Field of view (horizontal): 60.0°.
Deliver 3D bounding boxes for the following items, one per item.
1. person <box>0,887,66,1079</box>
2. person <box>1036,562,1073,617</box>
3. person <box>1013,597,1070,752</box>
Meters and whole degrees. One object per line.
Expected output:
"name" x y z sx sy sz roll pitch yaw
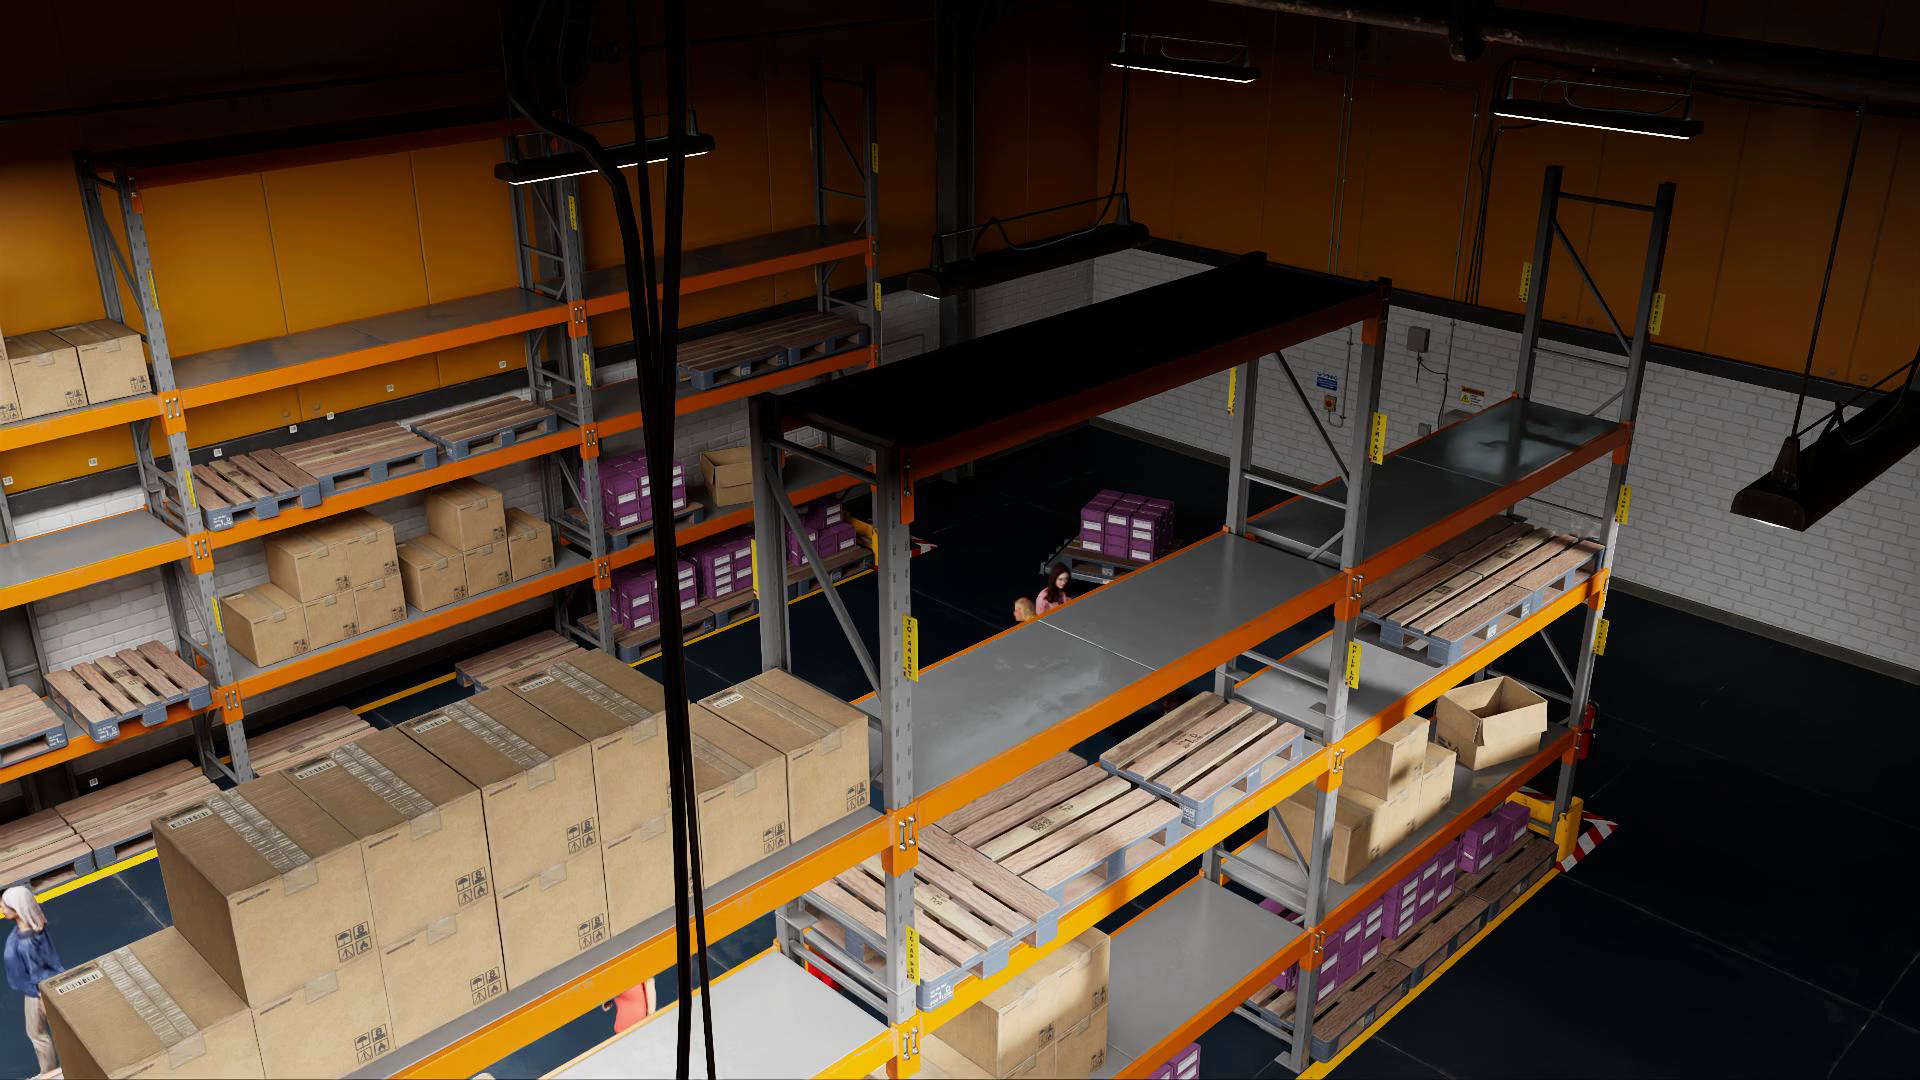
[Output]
"person" -6.493 3.198 11.966 1.125 1.674 0.878 -9 25 -20
"person" 0.941 1.043 16.738 0.507 1.802 0.704 -16 28 -33
"person" 0.798 1.368 16.035 0.894 1.770 0.799 -17 29 -34
